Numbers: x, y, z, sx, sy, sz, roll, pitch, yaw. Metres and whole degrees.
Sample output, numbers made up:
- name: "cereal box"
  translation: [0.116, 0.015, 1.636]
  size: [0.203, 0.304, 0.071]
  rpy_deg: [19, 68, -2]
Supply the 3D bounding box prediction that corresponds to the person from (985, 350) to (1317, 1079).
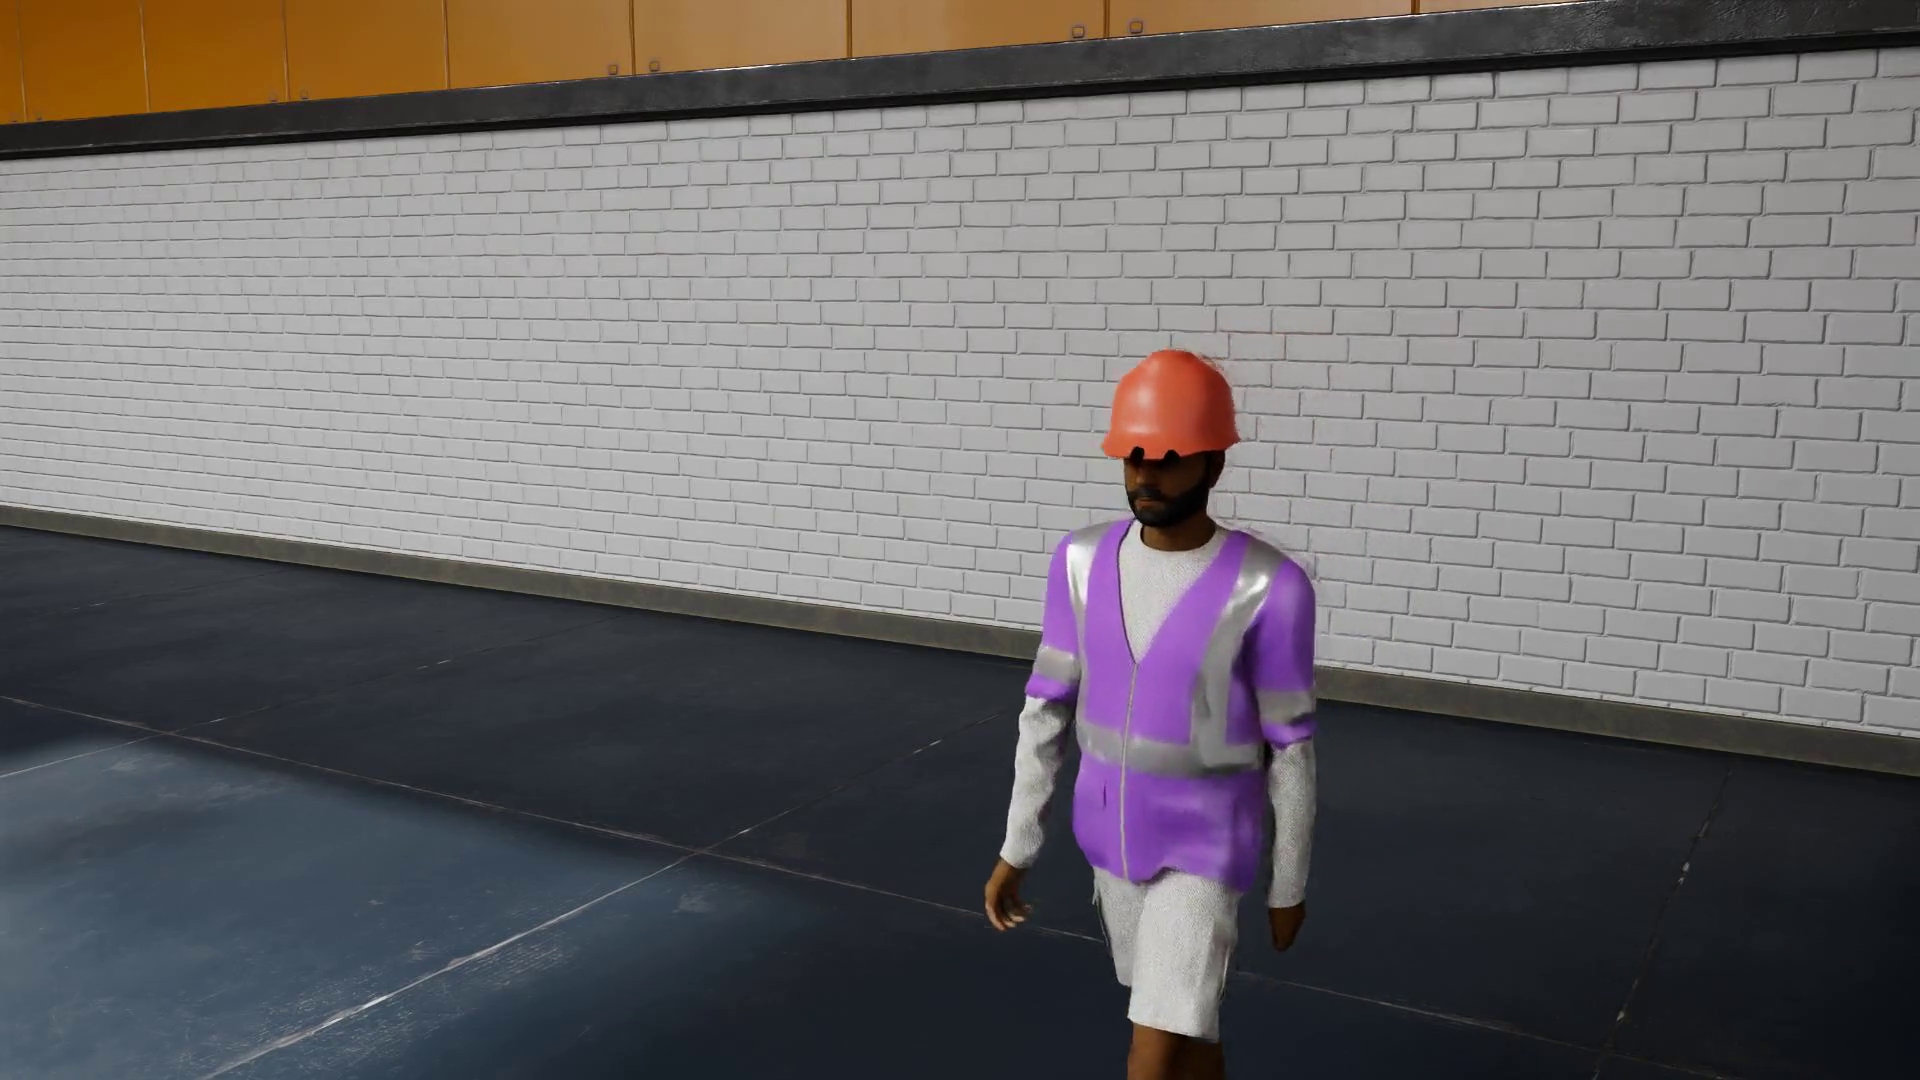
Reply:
- name: "person"
  translation: [0.379, 0.584, 3.194]
  size: [0.550, 1.887, 1.011]
  rpy_deg: [7, 12, 39]
